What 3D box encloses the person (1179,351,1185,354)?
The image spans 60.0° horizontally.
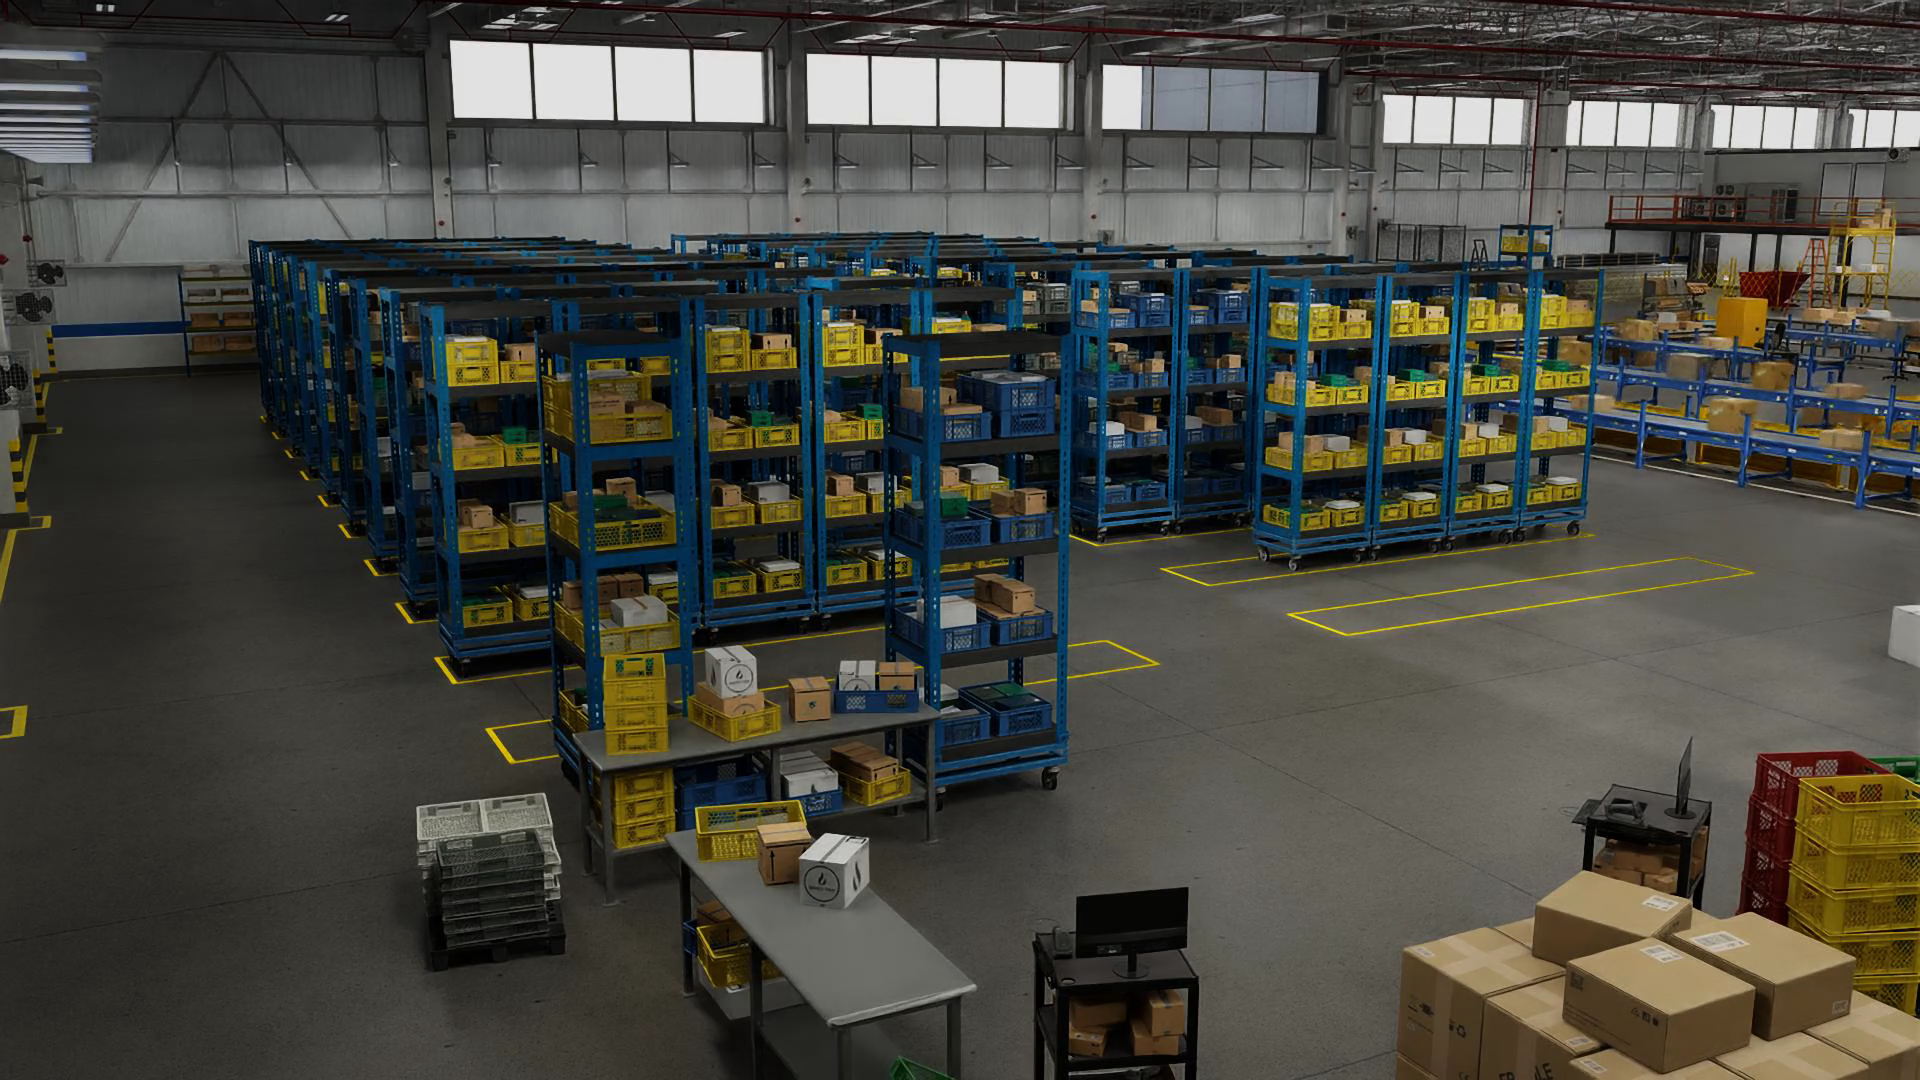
[{"bbox_3d":[4.889,-4.227,37.252,0.393,2.041,0.613,11,16,41],"label":"person"}]

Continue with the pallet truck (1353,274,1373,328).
[{"bbox_3d":[13.011,-8.050,55.243,0.823,1.965,1.885,-7,14,-28],"label":"pallet truck"}]
